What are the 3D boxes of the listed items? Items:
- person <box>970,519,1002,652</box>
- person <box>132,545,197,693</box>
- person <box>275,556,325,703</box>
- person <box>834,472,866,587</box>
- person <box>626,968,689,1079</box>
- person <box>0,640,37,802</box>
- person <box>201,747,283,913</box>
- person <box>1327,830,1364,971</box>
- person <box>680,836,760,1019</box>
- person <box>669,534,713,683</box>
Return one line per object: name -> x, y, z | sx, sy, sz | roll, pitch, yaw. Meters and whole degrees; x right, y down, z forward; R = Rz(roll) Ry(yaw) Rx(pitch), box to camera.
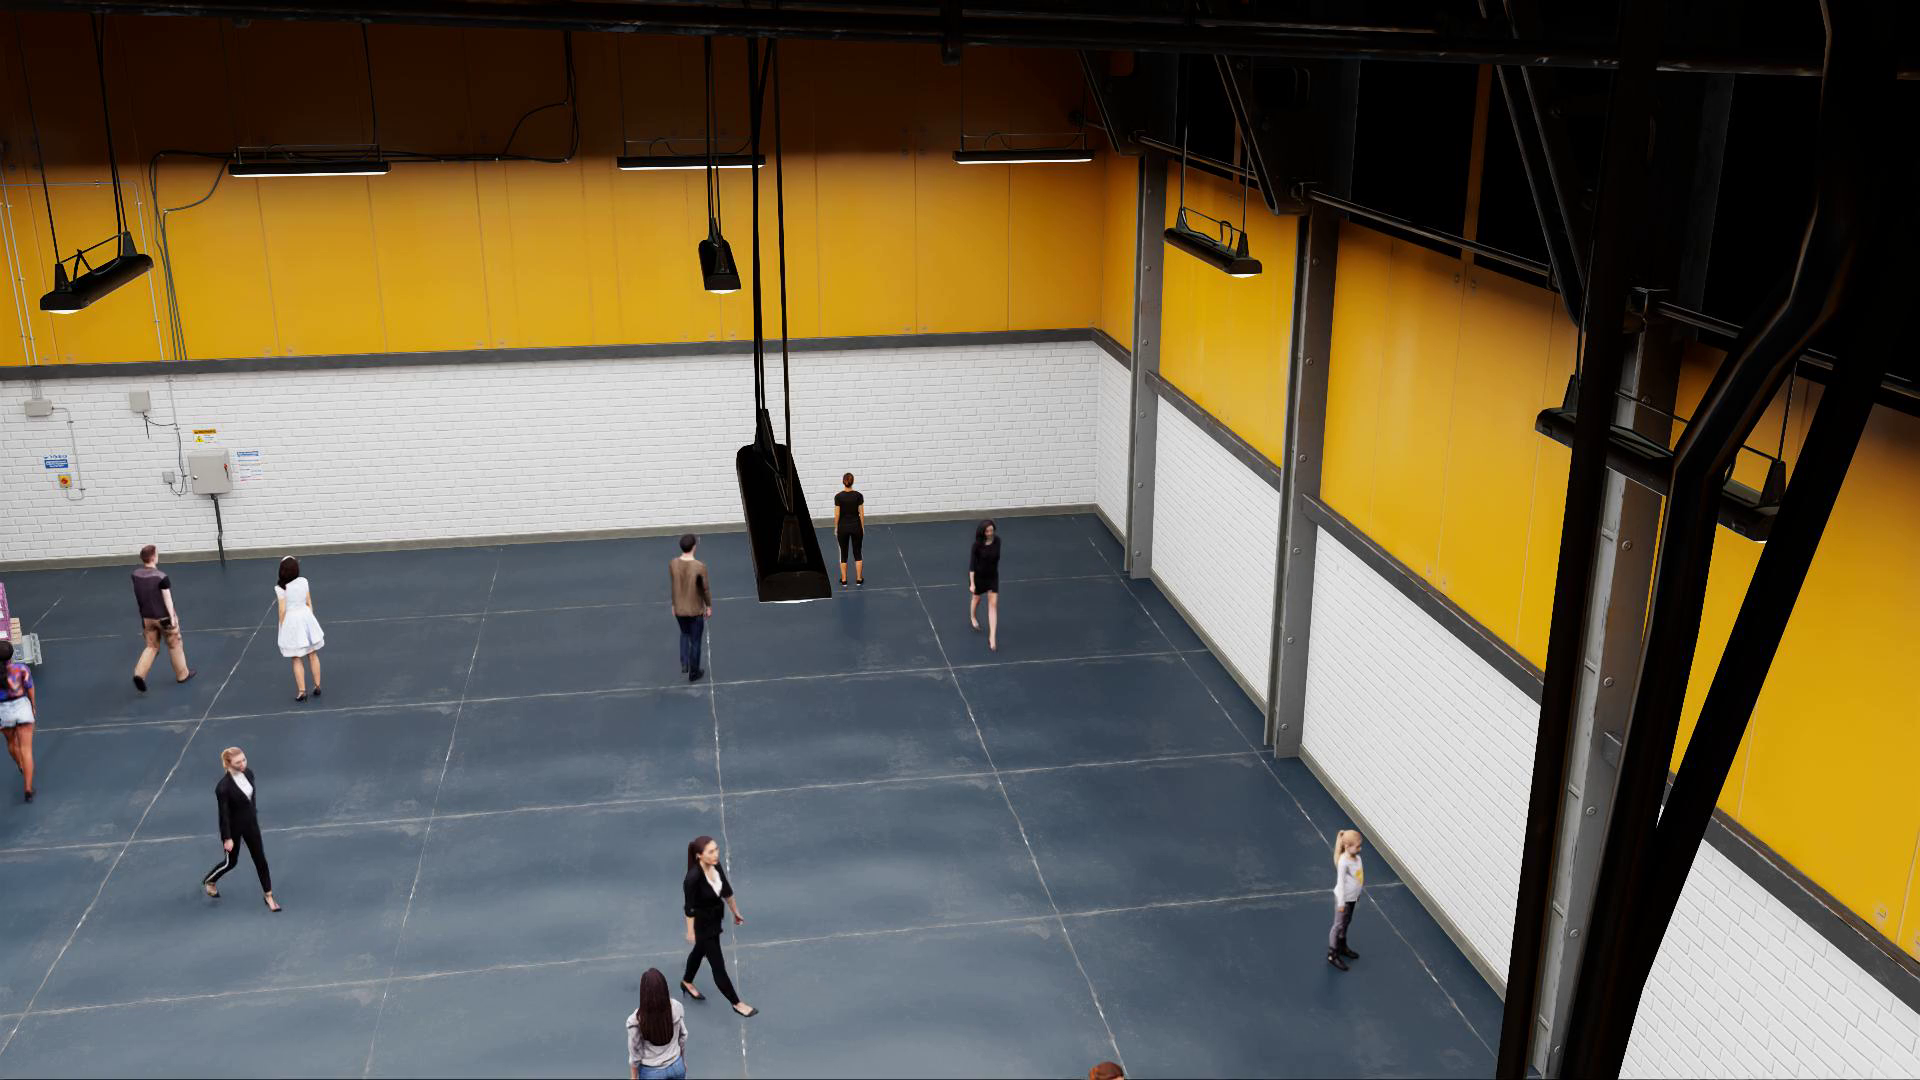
person -> 0.311, 0.530, 21.641 | 0.692, 1.726, 1.225 | -7, 20, -19
person -> -9.817, 0.966, 20.202 | 0.929, 1.819, 1.151 | 4, 19, 13
person -> -7.916, 1.064, 19.912 | 0.902, 1.819, 0.852 | 17, 25, 42
person -> -1.580, -0.164, 23.791 | 0.584, 1.669, 0.498 | -3, 19, -8
person -> -2.148, 3.826, 12.000 | 0.669, 1.633, 0.645 | -12, 22, -32
person -> -9.966, 1.924, 17.549 | 0.803, 1.696, 1.186 | -9, 21, -25
person -> -6.733, 2.675, 15.361 | 1.066, 1.669, 1.136 | 6, 19, 17
person -> 3.393, 3.126, 14.633 | 0.634, 1.279, 0.577 | 14, 23, 35
person -> -2.180, 3.198, 13.891 | 1.026, 1.617, 1.082 | 8, 20, 22
person -> -3.360, 0.863, 20.420 | 0.752, 1.875, 0.757 | 5, 19, 16
